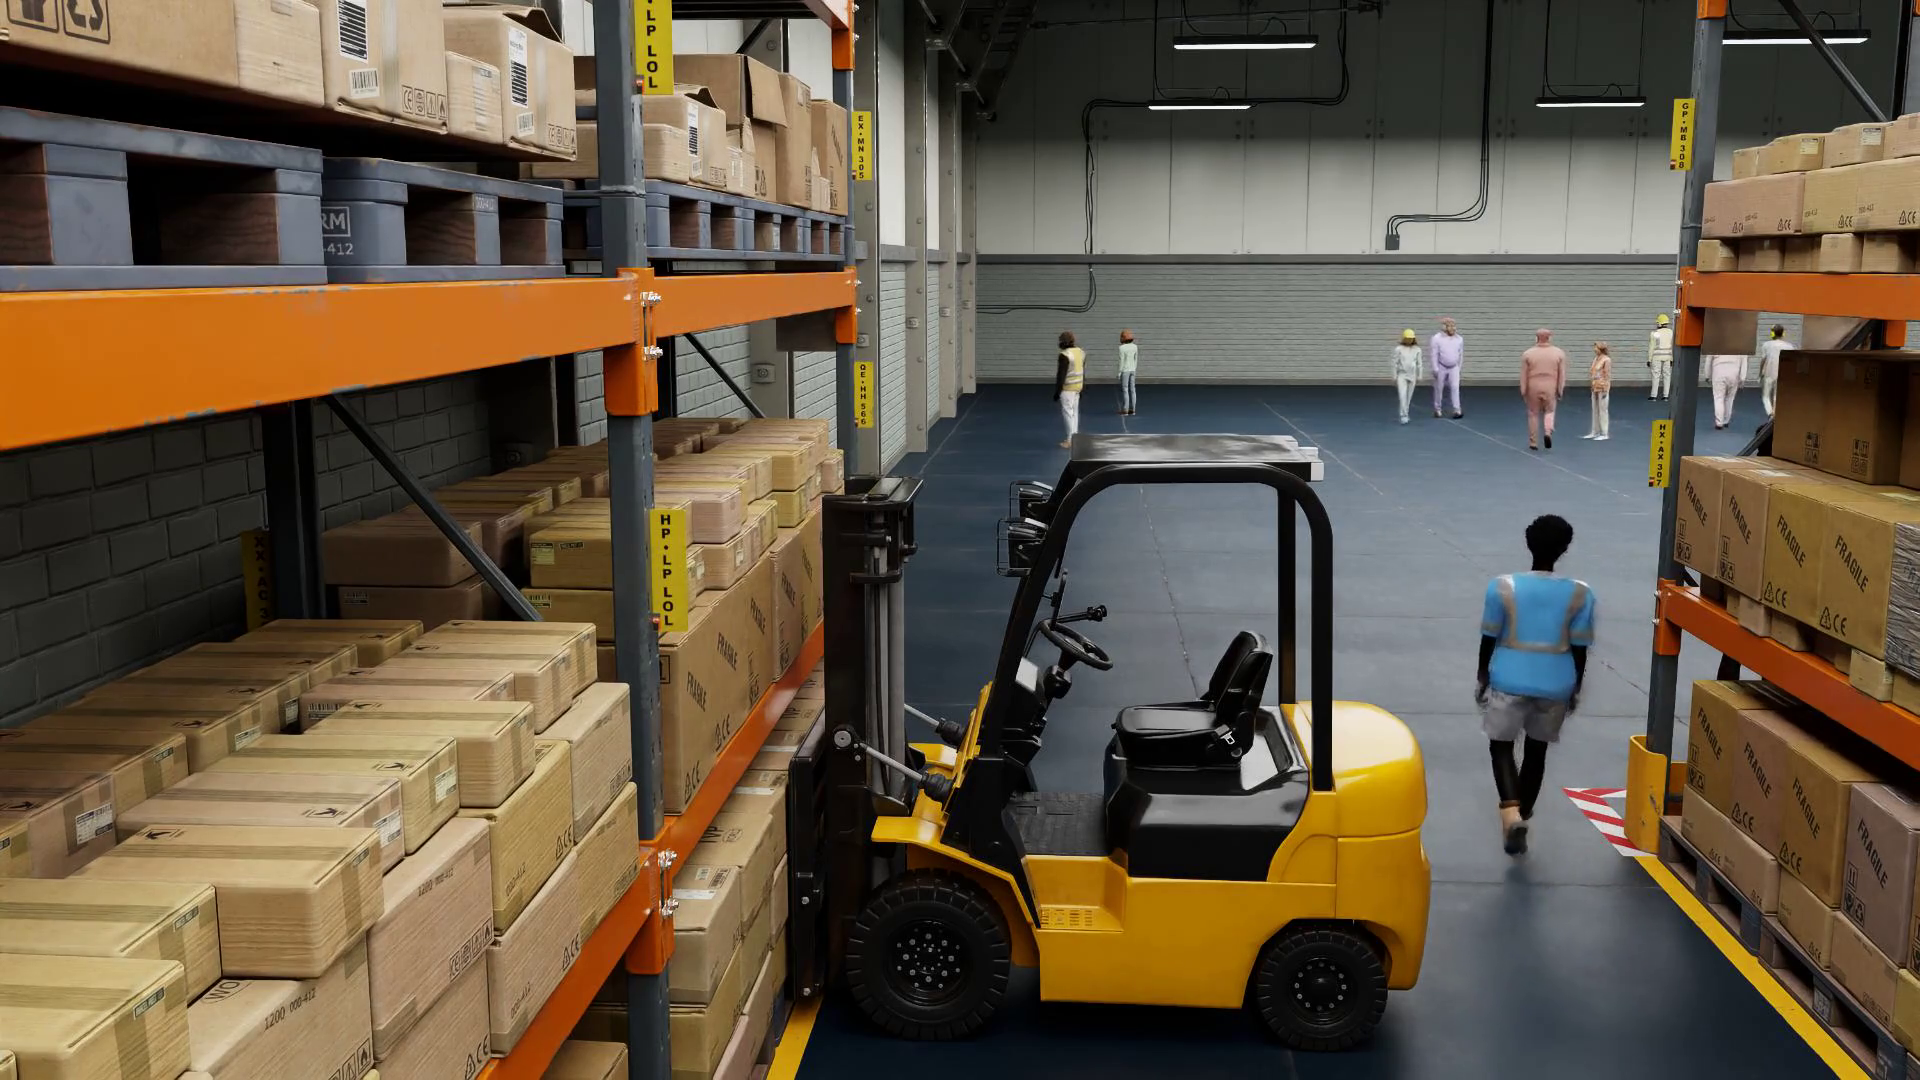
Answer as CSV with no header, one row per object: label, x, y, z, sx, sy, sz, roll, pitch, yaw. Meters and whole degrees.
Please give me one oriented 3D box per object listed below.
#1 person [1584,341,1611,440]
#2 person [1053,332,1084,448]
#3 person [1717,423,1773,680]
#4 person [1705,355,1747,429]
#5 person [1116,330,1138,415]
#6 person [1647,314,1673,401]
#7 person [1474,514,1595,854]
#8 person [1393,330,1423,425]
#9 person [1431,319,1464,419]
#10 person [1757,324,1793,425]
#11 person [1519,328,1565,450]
person,10.510,-2.454,27.326,0.310,1.638,0.523,-1,9,-5
person,1.733,-2.363,26.288,0.463,1.825,0.676,6,11,30
person,4.719,0.277,9.791,0.361,1.963,0.616,-8,12,-40
person,13.444,-2.869,29.209,0.658,1.859,0.970,3,10,20
person,3.199,-3.207,31.904,0.499,1.633,0.281,-9,13,-42
person,14.816,-3.844,35.154,0.590,1.837,0.404,-1,9,-4
person,2.777,0.711,8.044,0.539,1.674,0.594,2,10,10
person,8.068,-2.911,29.863,0.508,1.701,0.849,0,9,-3
person,9.127,-3.187,31.090,0.642,1.856,0.989,0,9,-3
person,14.269,-2.858,29.141,0.567,1.845,0.412,2,10,13
person,9.021,-2.336,25.824,0.667,1.895,0.427,2,10,13
